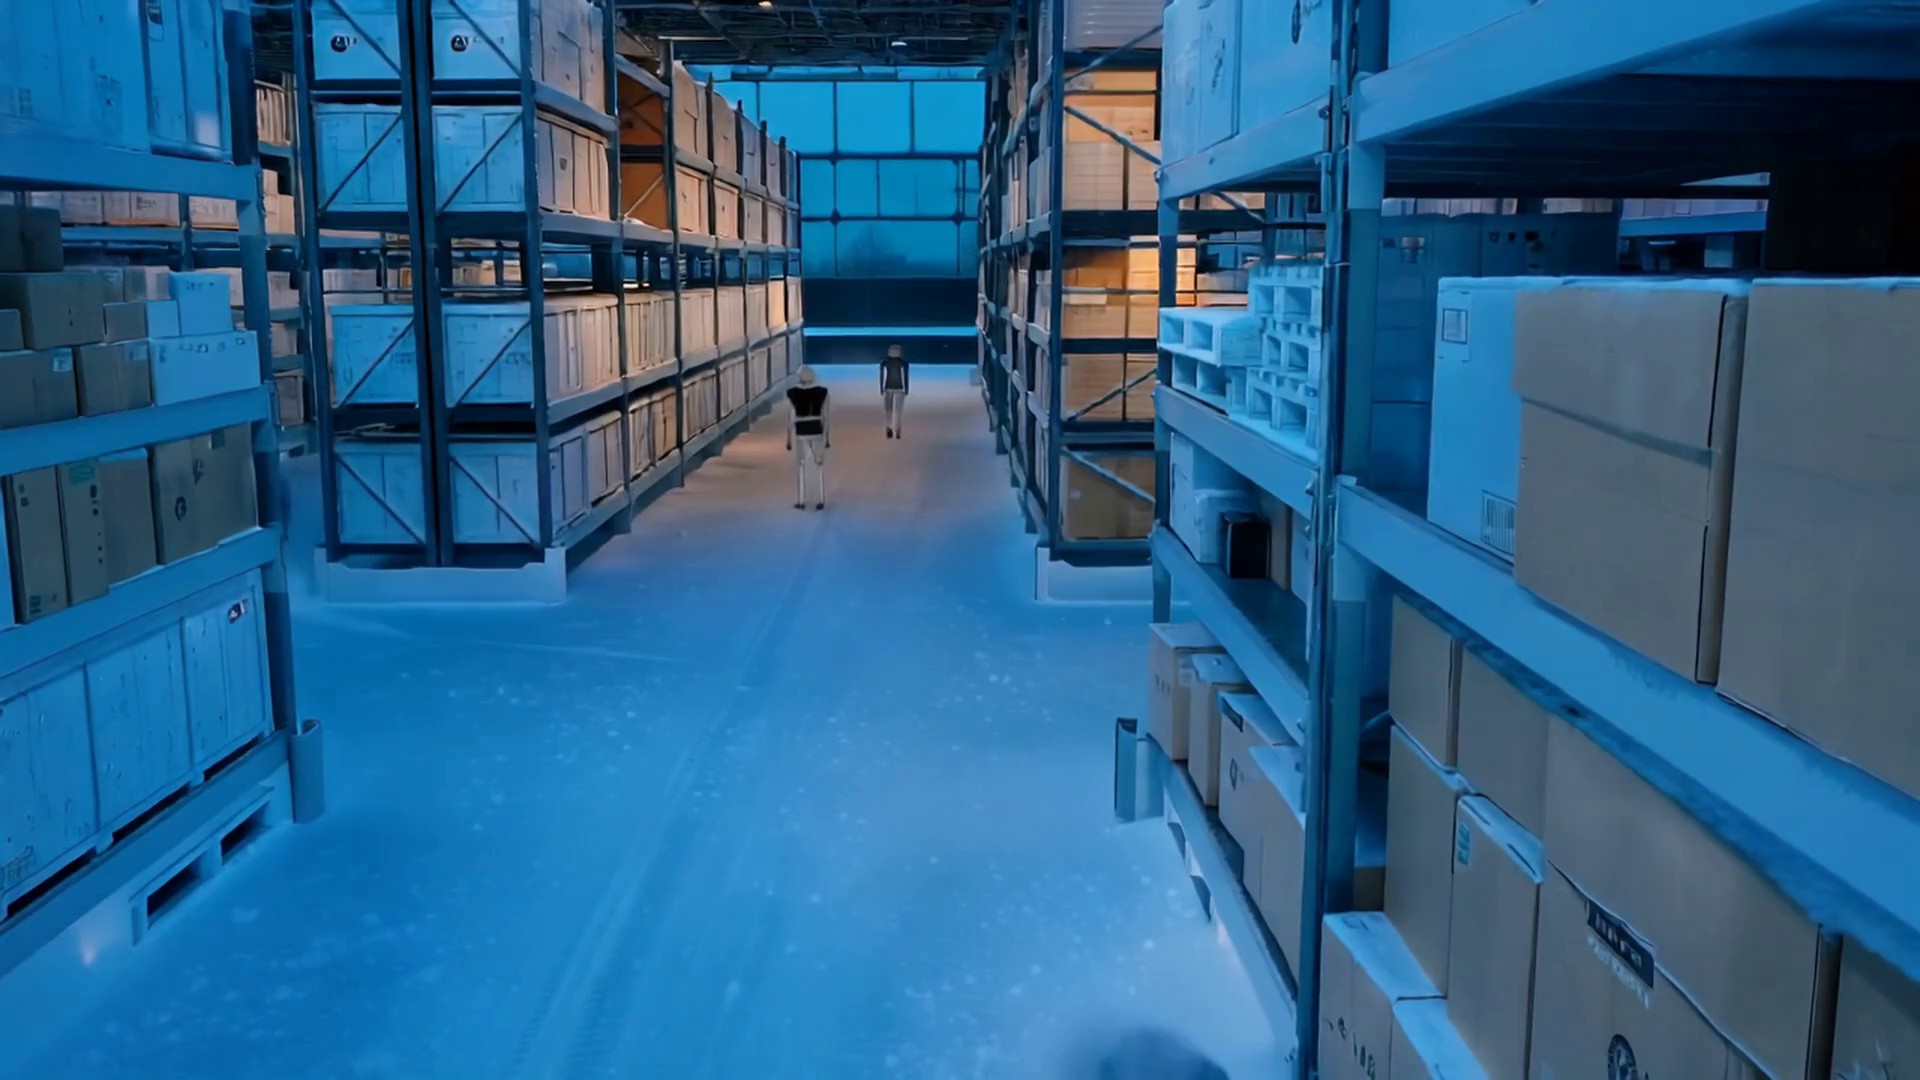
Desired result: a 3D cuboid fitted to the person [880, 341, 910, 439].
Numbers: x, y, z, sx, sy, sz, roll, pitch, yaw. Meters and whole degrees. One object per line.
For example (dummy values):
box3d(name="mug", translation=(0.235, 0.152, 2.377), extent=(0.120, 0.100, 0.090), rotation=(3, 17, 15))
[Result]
box3d(name="person", translation=(-1.167, -2.675, 29.729), extent=(0.538, 1.747, 0.582), rotation=(-1, 9, -4))

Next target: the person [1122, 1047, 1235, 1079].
box3d(name="person", translation=(0.397, 1.697, 2.679), extent=(0.649, 1.819, 0.604), rotation=(-9, 13, -42))

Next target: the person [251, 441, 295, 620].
box3d(name="person", translation=(-6.093, -0.106, 14.429), extent=(0.803, 1.577, 0.528), rotation=(6, 11, 32))

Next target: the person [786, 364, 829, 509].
box3d(name="person", translation=(-1.924, -1.307, 21.029), extent=(0.563, 1.846, 0.390), rotation=(-4, 10, -21))
